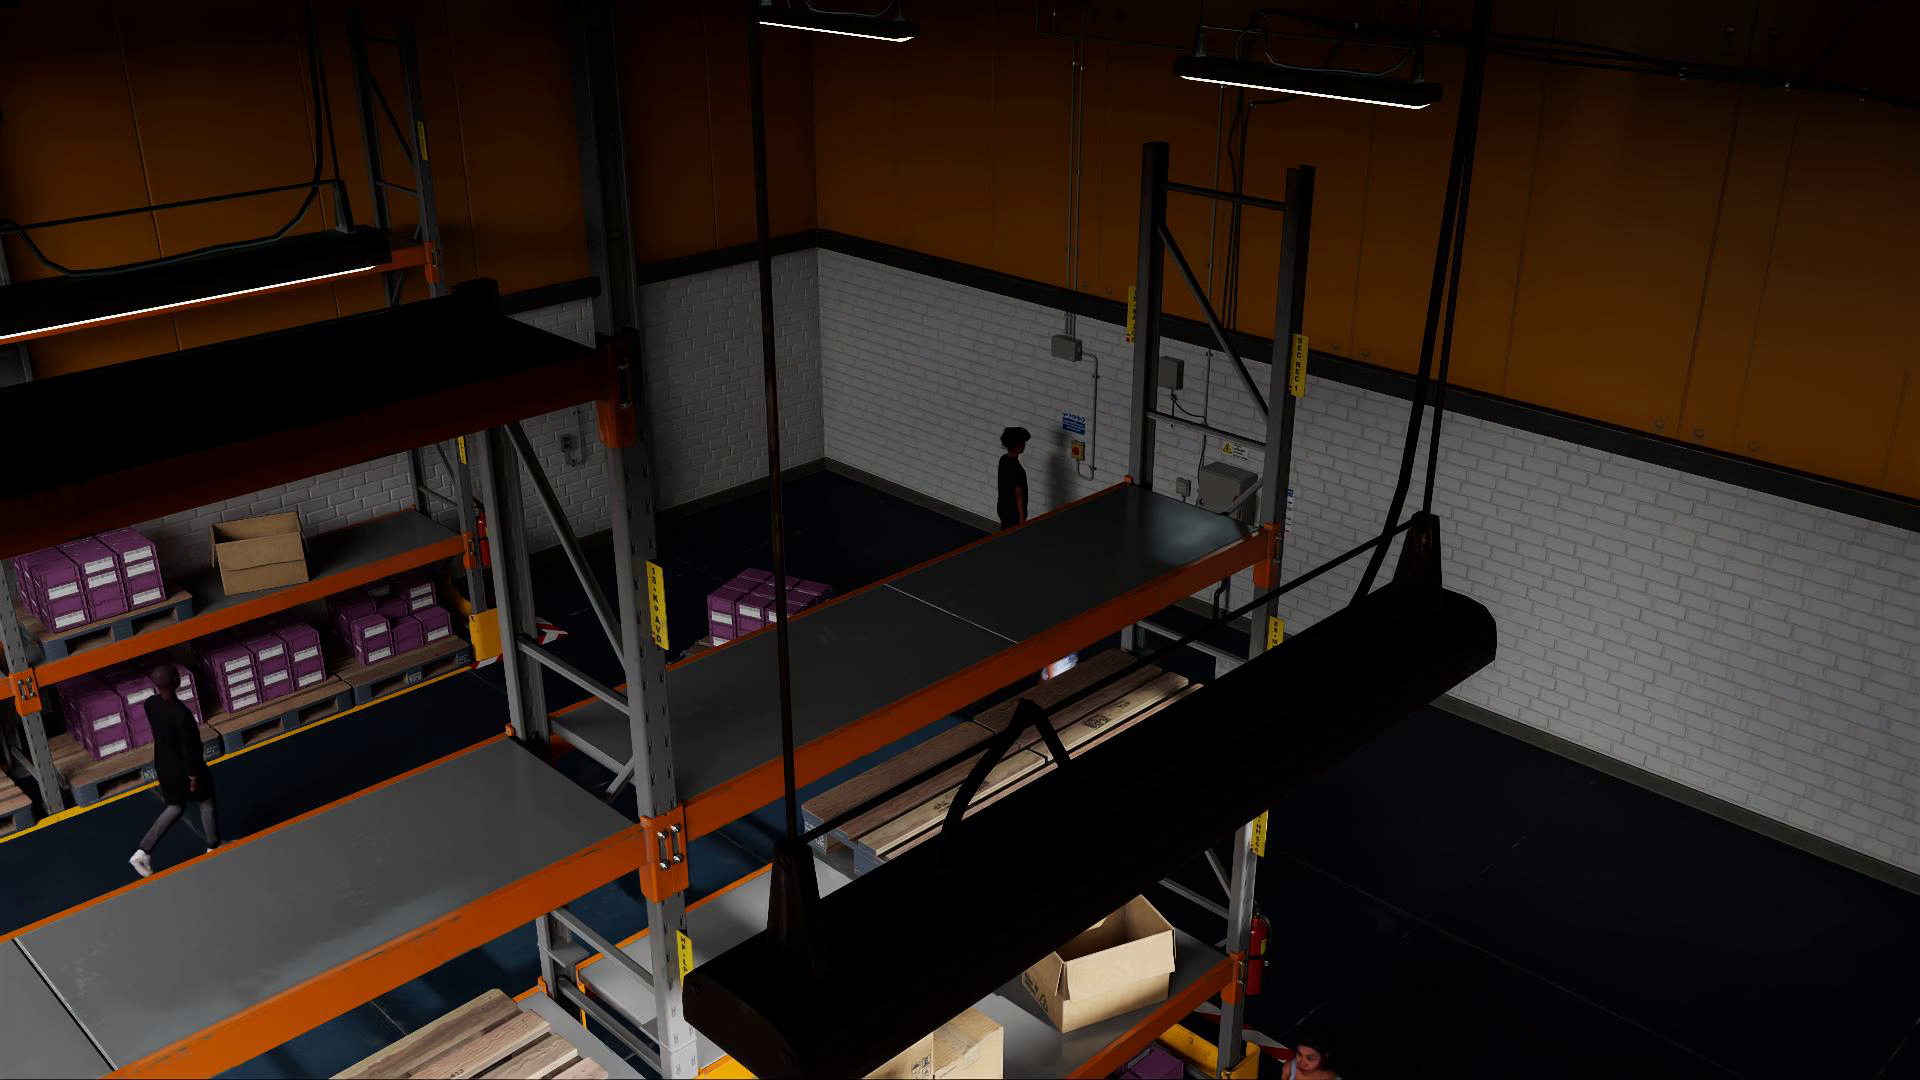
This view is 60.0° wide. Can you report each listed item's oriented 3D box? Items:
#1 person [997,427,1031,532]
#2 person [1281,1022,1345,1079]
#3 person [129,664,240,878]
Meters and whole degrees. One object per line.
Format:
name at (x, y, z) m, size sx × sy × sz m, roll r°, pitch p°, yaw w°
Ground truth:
person at (0.553, -0.346, 17.516) m, size 0.702 × 1.780 × 0.709 m, roll -9°, pitch 25°, yaw -19°
person at (1.981, 3.347, 9.216) m, size 0.734 × 1.661 × 1.165 m, roll 13°, pitch 27°, yaw 28°
person at (-6.019, 1.795, 12.670) m, size 0.854 × 1.737 × 1.141 m, roll 12°, pitch 26°, yaw 26°
